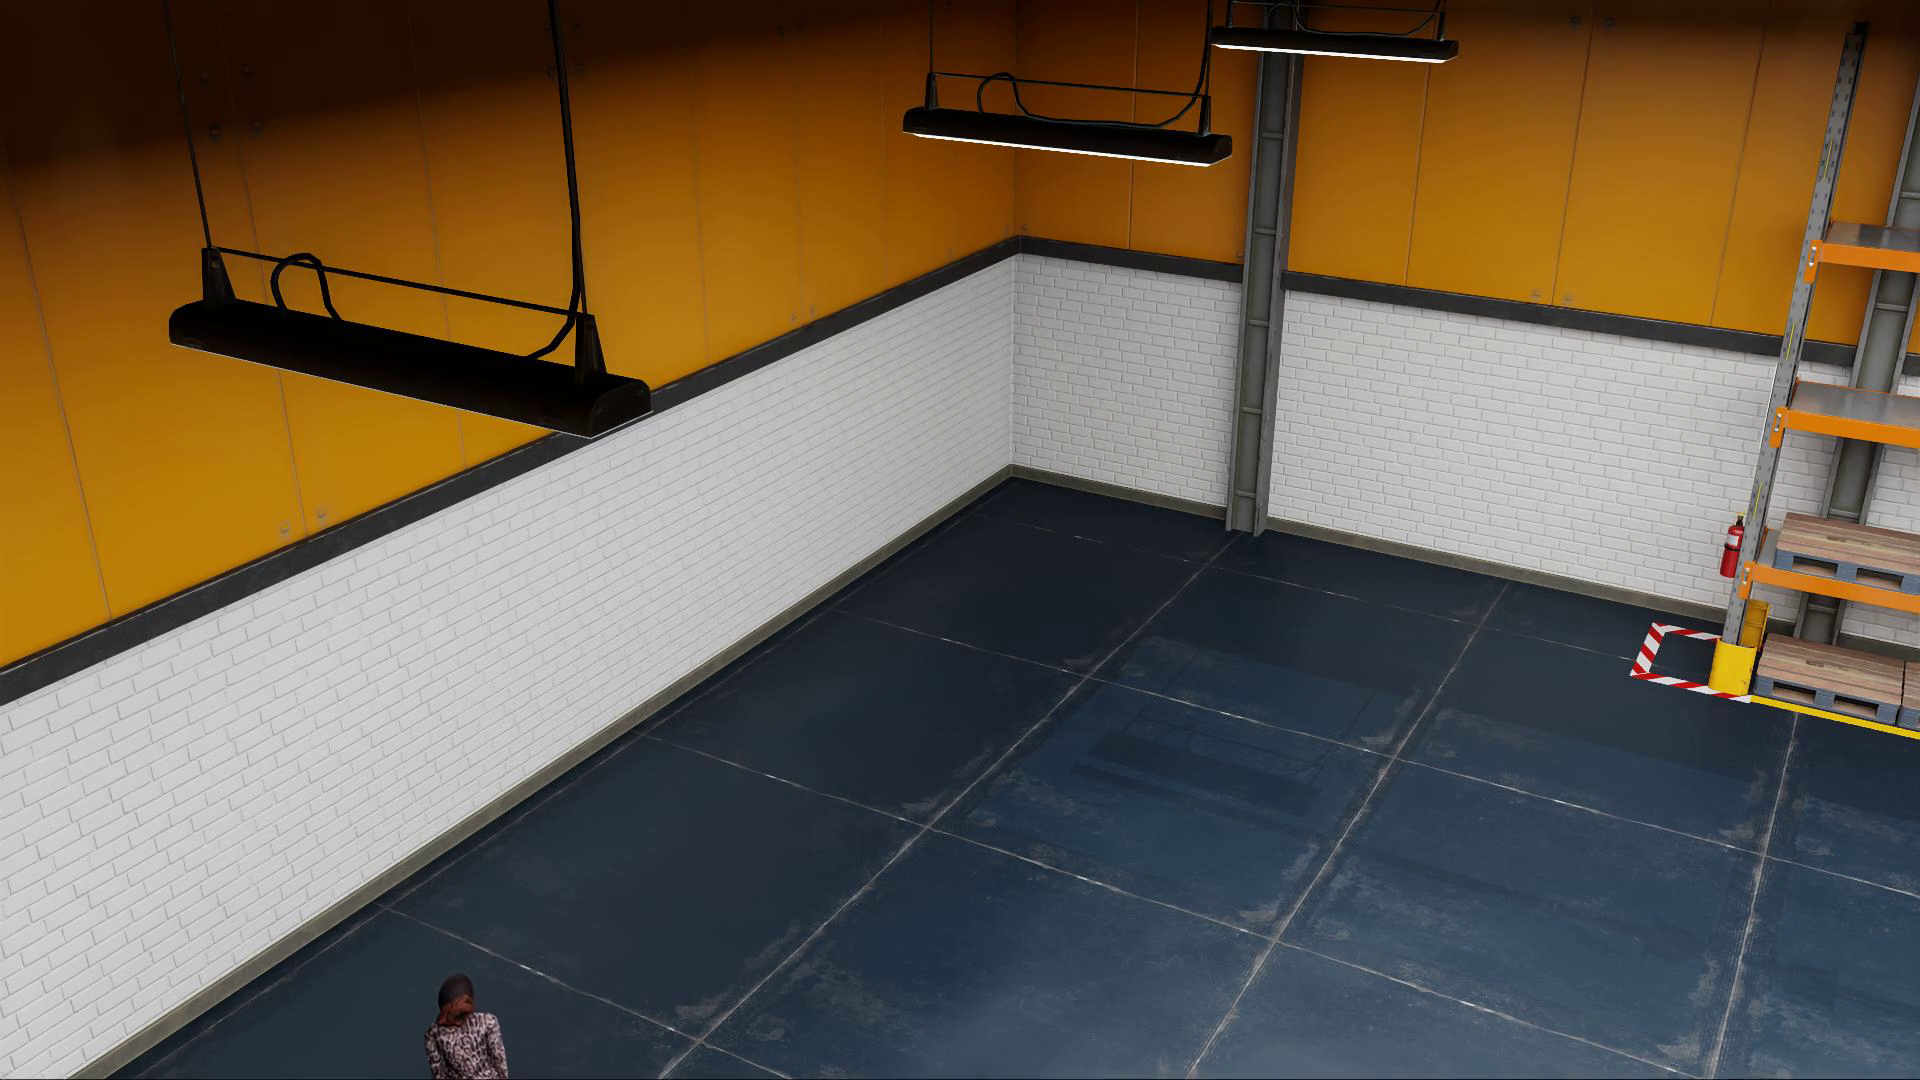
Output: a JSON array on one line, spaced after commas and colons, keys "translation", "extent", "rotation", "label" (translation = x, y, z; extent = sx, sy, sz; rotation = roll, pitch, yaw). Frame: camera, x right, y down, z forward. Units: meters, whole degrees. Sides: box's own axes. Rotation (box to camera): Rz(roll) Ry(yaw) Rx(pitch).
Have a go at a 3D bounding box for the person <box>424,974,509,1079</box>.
[{"translation": [-2.801, 3.211, 9.571], "extent": [0.684, 1.713, 0.740], "rotation": [-7, 25, -15], "label": "person"}]
